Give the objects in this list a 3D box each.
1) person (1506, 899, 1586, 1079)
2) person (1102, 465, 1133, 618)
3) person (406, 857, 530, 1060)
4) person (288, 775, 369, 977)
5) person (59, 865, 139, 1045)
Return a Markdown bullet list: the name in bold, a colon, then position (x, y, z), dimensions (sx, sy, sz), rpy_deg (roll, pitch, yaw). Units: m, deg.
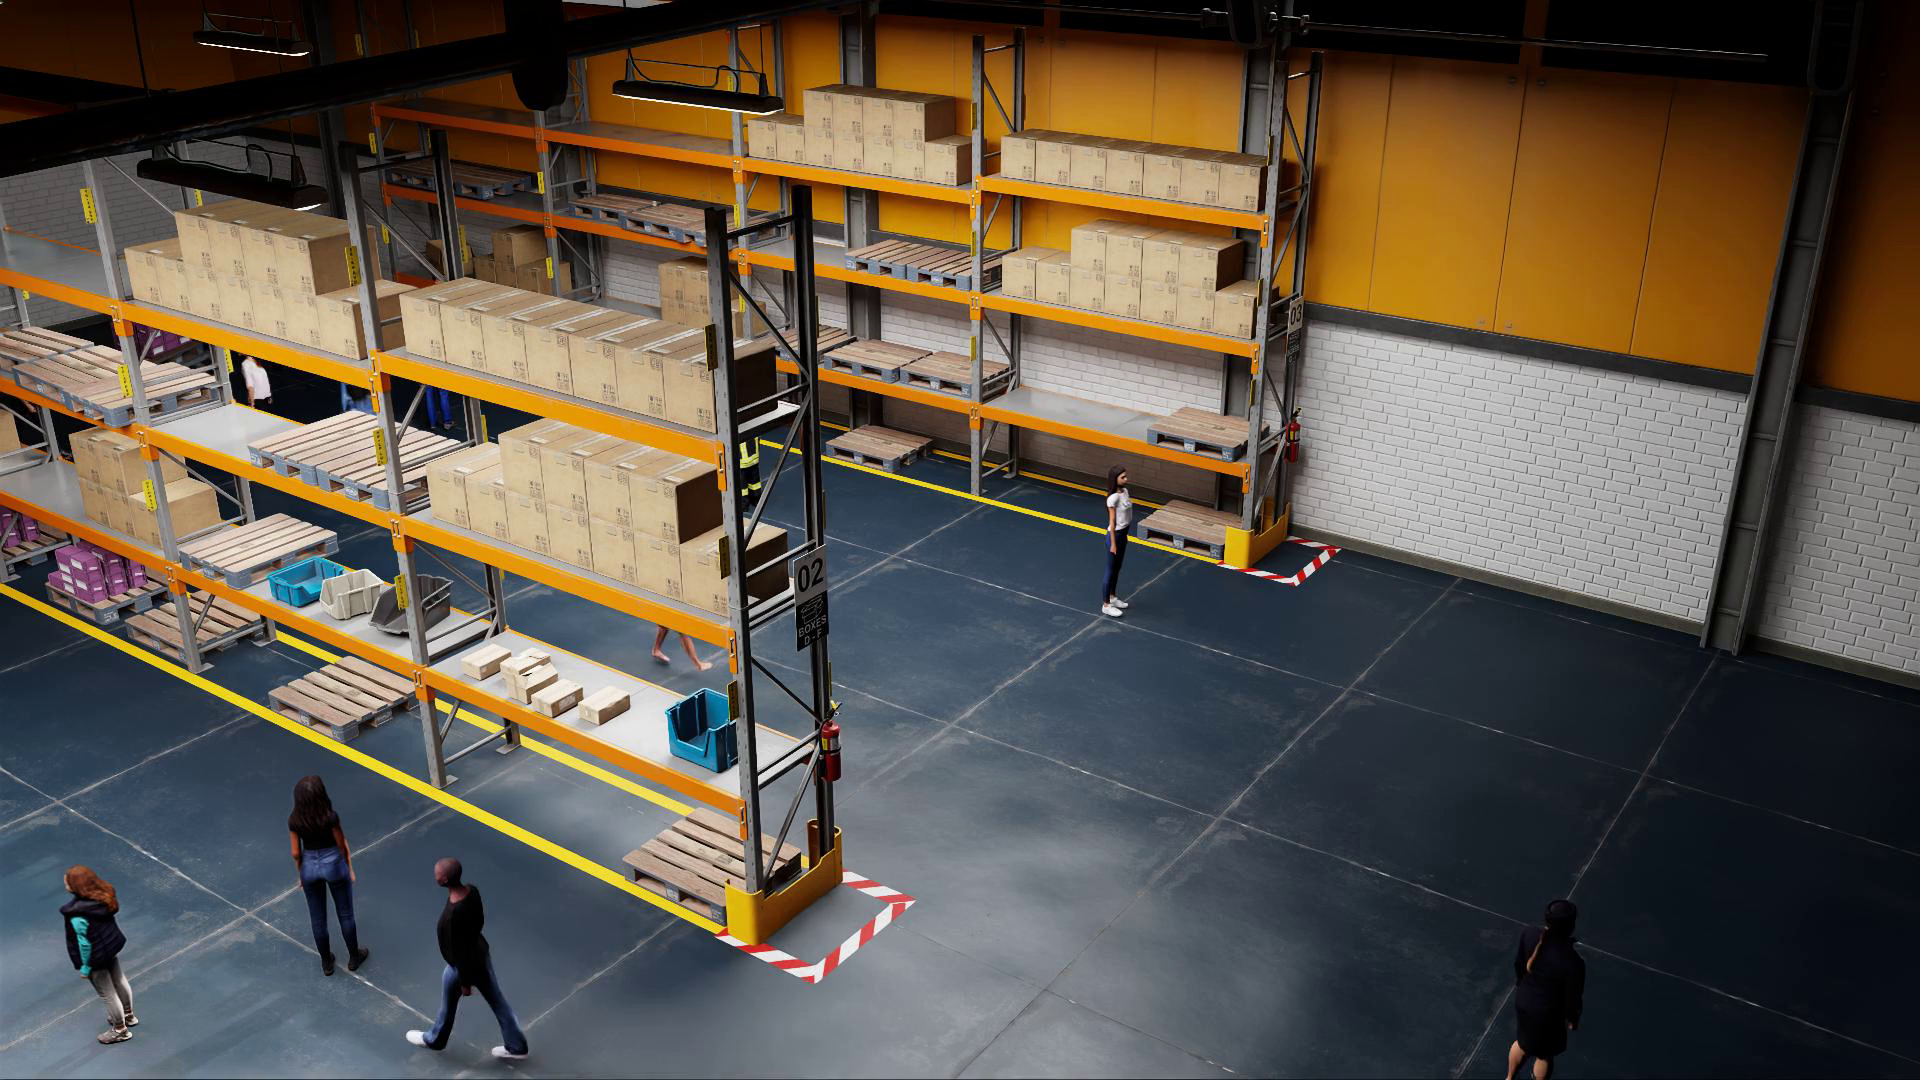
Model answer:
- **person**: position (4.059, 3.239, 11.596), dimensions (0.852, 1.678, 0.712), rpy_deg (-13, 27, -27)
- **person**: position (1.770, -0.010, 18.908), dimensions (0.568, 1.775, 0.626), rpy_deg (10, 26, 22)
- **person**: position (-3.455, 3.061, 11.982), dimensions (1.235, 1.696, 0.962), rpy_deg (4, 24, 8)
- **person**: position (-4.952, 2.608, 12.965), dimensions (0.654, 1.739, 0.709), rpy_deg (-5, 24, -11)
- **person**: position (-6.351, 3.037, 12.282), dimensions (0.731, 1.500, 0.682), rpy_deg (-1, 24, -2)
